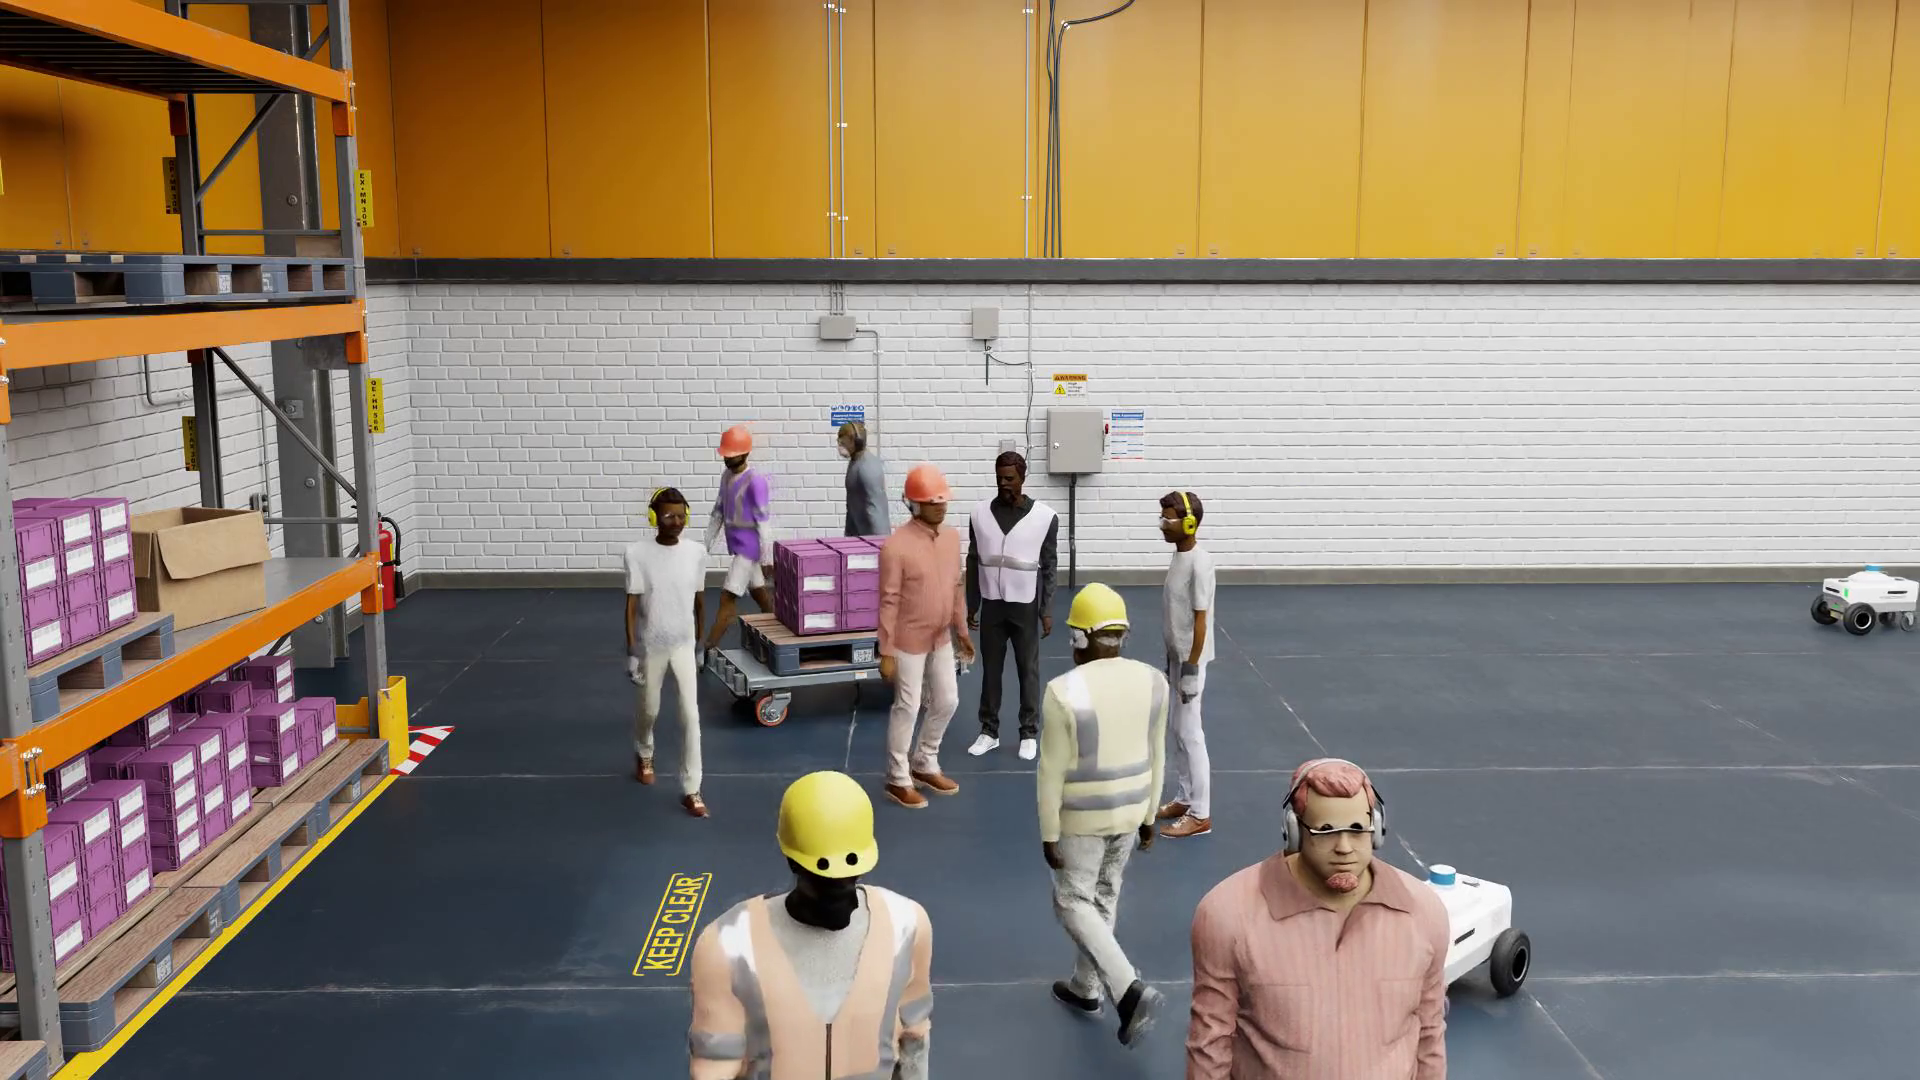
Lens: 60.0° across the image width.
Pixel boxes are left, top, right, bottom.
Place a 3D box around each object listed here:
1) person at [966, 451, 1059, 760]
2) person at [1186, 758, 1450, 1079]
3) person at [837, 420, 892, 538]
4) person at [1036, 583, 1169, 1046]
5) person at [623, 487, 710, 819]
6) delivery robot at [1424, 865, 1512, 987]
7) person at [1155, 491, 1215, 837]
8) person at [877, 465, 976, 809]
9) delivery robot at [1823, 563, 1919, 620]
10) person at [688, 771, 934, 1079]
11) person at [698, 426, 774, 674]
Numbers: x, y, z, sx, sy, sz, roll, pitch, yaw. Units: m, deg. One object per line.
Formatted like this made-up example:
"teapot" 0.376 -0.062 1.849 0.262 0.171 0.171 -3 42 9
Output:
"person" 0.317 0.401 10.351 0.590 1.917 0.392 3 10 19
"person" 0.858 1.448 3.960 0.640 1.909 0.409 -1 9 -6
"person" -0.767 -0.002 12.965 0.983 1.875 0.717 -1 9 -5
"person" 0.580 1.079 6.526 0.587 1.810 0.688 -6 11 -31
"person" -1.685 0.590 9.466 0.519 1.833 0.936 -4 10 -22
"delivery robot" 1.994 1.595 6.903 0.477 0.478 0.707 8 12 42
"person" 1.199 0.658 8.947 0.317 1.861 0.507 -1 9 -7
"person" -0.225 0.548 9.265 0.546 1.968 0.672 7 12 38
"delivery robot" 7.654 0.441 13.977 0.707 0.478 0.477 -1 9 -8
"person" -0.328 1.463 3.881 0.612 1.905 0.625 -3 10 -16
"person" -1.706 0.079 12.436 1.018 1.866 0.583 -5 10 -26
